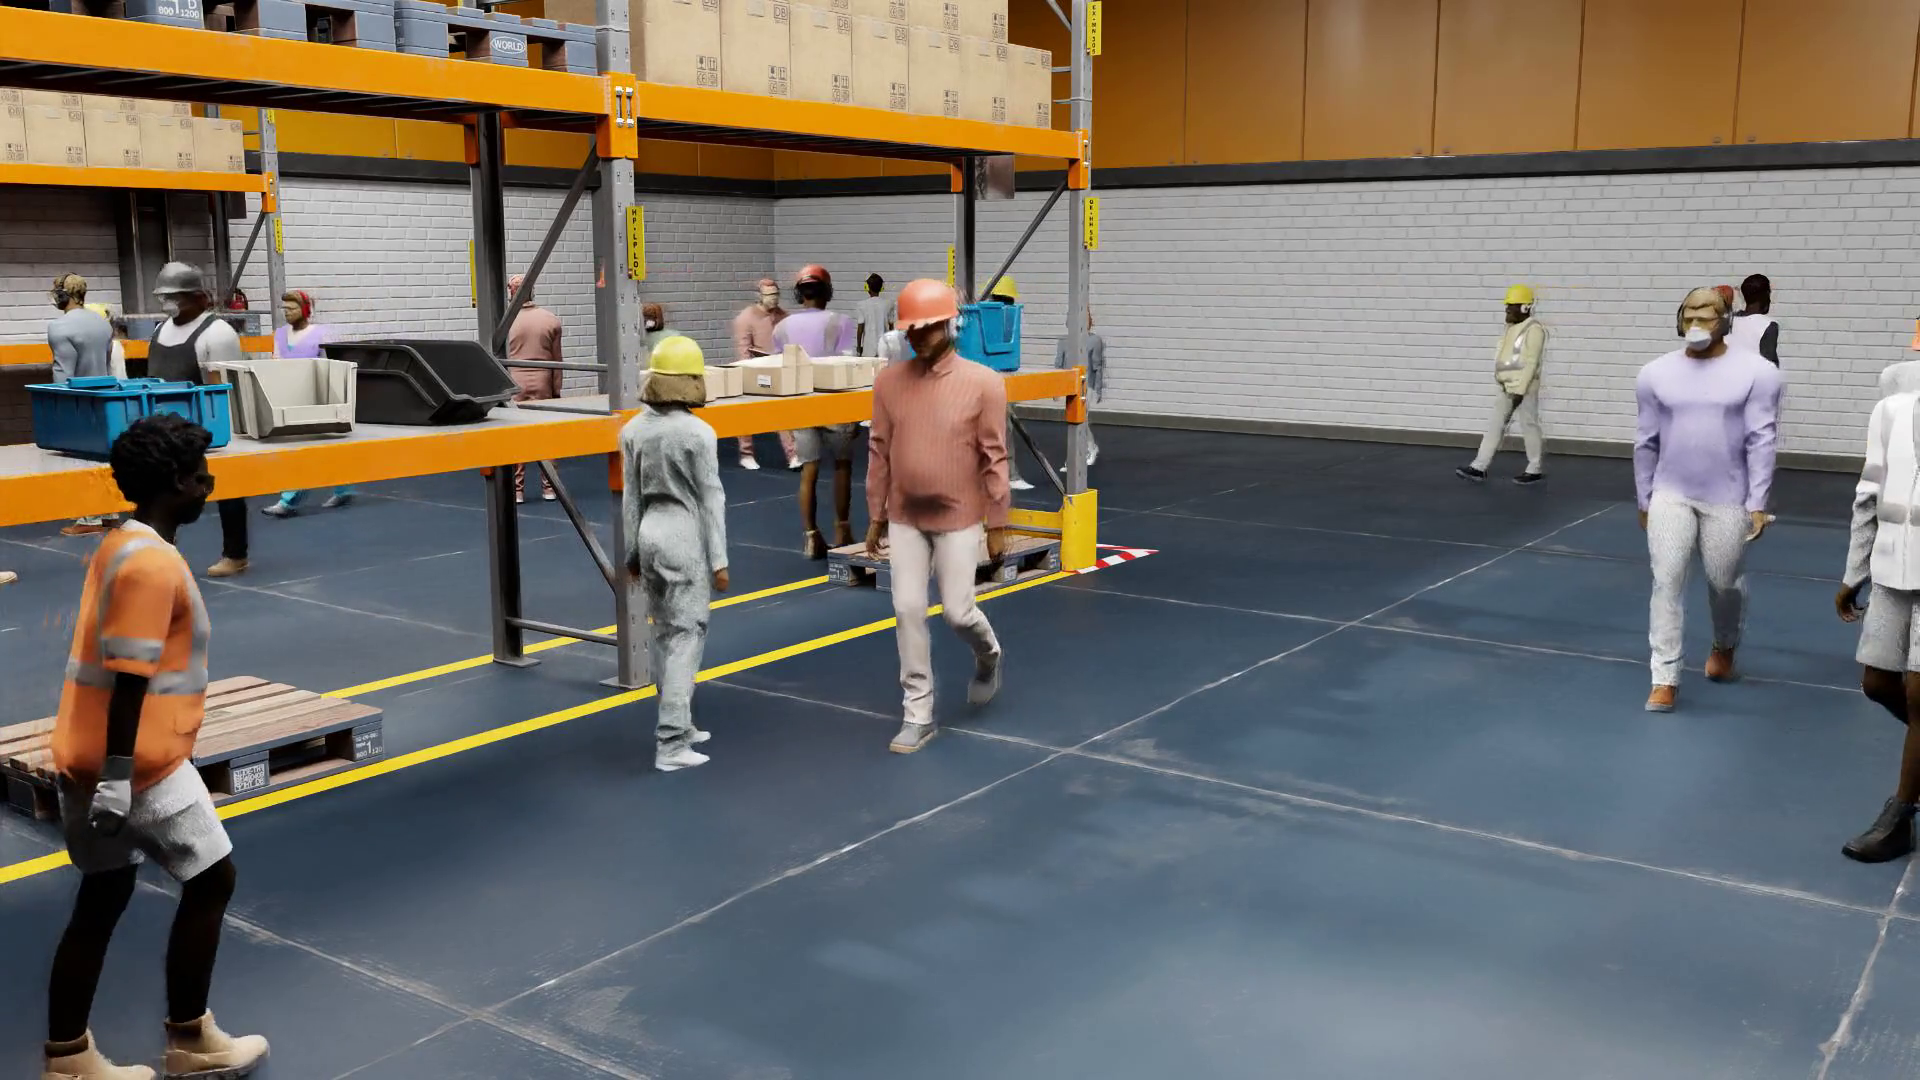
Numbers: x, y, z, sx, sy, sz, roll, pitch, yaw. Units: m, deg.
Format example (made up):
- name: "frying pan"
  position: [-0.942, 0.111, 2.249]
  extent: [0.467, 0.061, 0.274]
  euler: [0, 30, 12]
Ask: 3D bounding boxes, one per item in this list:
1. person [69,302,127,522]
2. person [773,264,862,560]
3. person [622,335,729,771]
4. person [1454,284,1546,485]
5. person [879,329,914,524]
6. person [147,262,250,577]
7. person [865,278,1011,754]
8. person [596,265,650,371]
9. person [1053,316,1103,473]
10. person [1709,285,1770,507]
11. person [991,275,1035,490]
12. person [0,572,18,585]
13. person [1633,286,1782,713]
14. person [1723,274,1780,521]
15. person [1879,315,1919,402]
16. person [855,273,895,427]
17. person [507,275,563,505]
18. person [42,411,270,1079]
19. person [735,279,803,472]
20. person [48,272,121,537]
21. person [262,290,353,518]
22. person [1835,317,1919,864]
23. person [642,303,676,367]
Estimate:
- name: "person"
  position: [-6.496, -0.983, 12.893]
  extent: [0.829, 1.715, 0.548]
  euler: [-1, 10, -9]
- name: "person"
  position: [-0.946, -0.875, 11.380]
  extent: [0.660, 2.000, 0.640]
  euler: [3, 10, 18]
- name: "person"
  position: [-1.141, 0.047, 6.707]
  extent: [0.498, 1.748, 0.414]
  euler: [7, 12, 35]
- name: "person"
  position: [4.896, -1.378, 14.938]
  extent: [0.874, 1.795, 0.606]
  euler: [-2, 10, -10]
- name: "person"
  position: [-0.335, -0.985, 12.661]
  extent: [0.613, 1.791, 0.474]
  euler: [-1, 10, -6]
- name: "person"
  position: [-4.881, -0.733, 10.405]
  extent: [0.700, 2.000, 0.909]
  euler: [4, 10, 22]
- name: "person"
  position: [-0.072, -0.117, 6.998]
  extent: [0.626, 1.961, 0.686]
  euler: [4, 10, 22]
- name: "person"
  position: [-3.177, -1.646, 15.945]
  extent: [0.561, 2.002, 0.733]
  euler: [-2, 10, -11]
- name: "person"
  position: [1.170, -1.483, 16.176]
  extent: [0.510, 1.600, 0.800]
  euler: [7, 12, 34]
- name: "person"
  position: [6.259, -1.182, 13.734]
  extent: [0.995, 1.826, 0.603]
  euler: [4, 10, 21]
- name: "person"
  position: [0.333, -1.409, 14.855]
  extent: [0.788, 1.902, 0.598]
  euler: [6, 11, 30]
- name: "person"
  position: [-6.222, -0.627, 10.364]
  extent: [0.629, 1.842, 0.429]
  euler: [6, 11, 32]
- name: "person"
  position: [3.414, -0.208, 7.655]
  extent: [0.624, 1.916, 0.885]
  euler: [6, 11, 32]
- name: "person"
  position: [6.132, -1.106, 12.981]
  extent: [0.391, 1.922, 0.591]
  euler: [-3, 10, -17]
- name: "person"
  position: [4.485, -0.196, 7.702]
  extent: [0.513, 1.876, 0.328]
  euler: [2, 10, 14]
- name: "person"
  position: [-1.039, -2.313, 20.326]
  extent: [0.514, 1.872, 0.328]
  euler: [-4, 10, -21]
- name: "person"
  position: [-3.632, -1.249, 13.875]
  extent: [0.643, 1.909, 0.410]
  euler: [-6, 11, -33]
- name: "person"
  position: [-1.981, 0.528, 4.005]
  extent: [0.606, 1.649, 0.552]
  euler: [-8, 12, -38]
- name: "person"
  position: [-1.819, -1.557, 15.875]
  extent: [0.646, 1.844, 1.007]
  euler: [-8, 12, -39]
- name: "person"
  position: [-6.453, -0.988, 12.224]
  extent: [0.372, 1.940, 0.627]
  euler: [1, 10, 4]
- name: "person"
  position: [-5.245, -1.093, 13.300]
  extent: [0.587, 1.791, 0.989]
  euler: [6, 11, 31]
- name: "person"
  position: [3.339, 0.122, 5.671]
  extent: [0.726, 1.923, 0.559]
  euler: [-5, 11, -27]
- name: "person"
  position: [-3.050, -1.518, 16.339]
  extent: [0.533, 1.601, 0.729]
  euler: [4, 10, 22]
